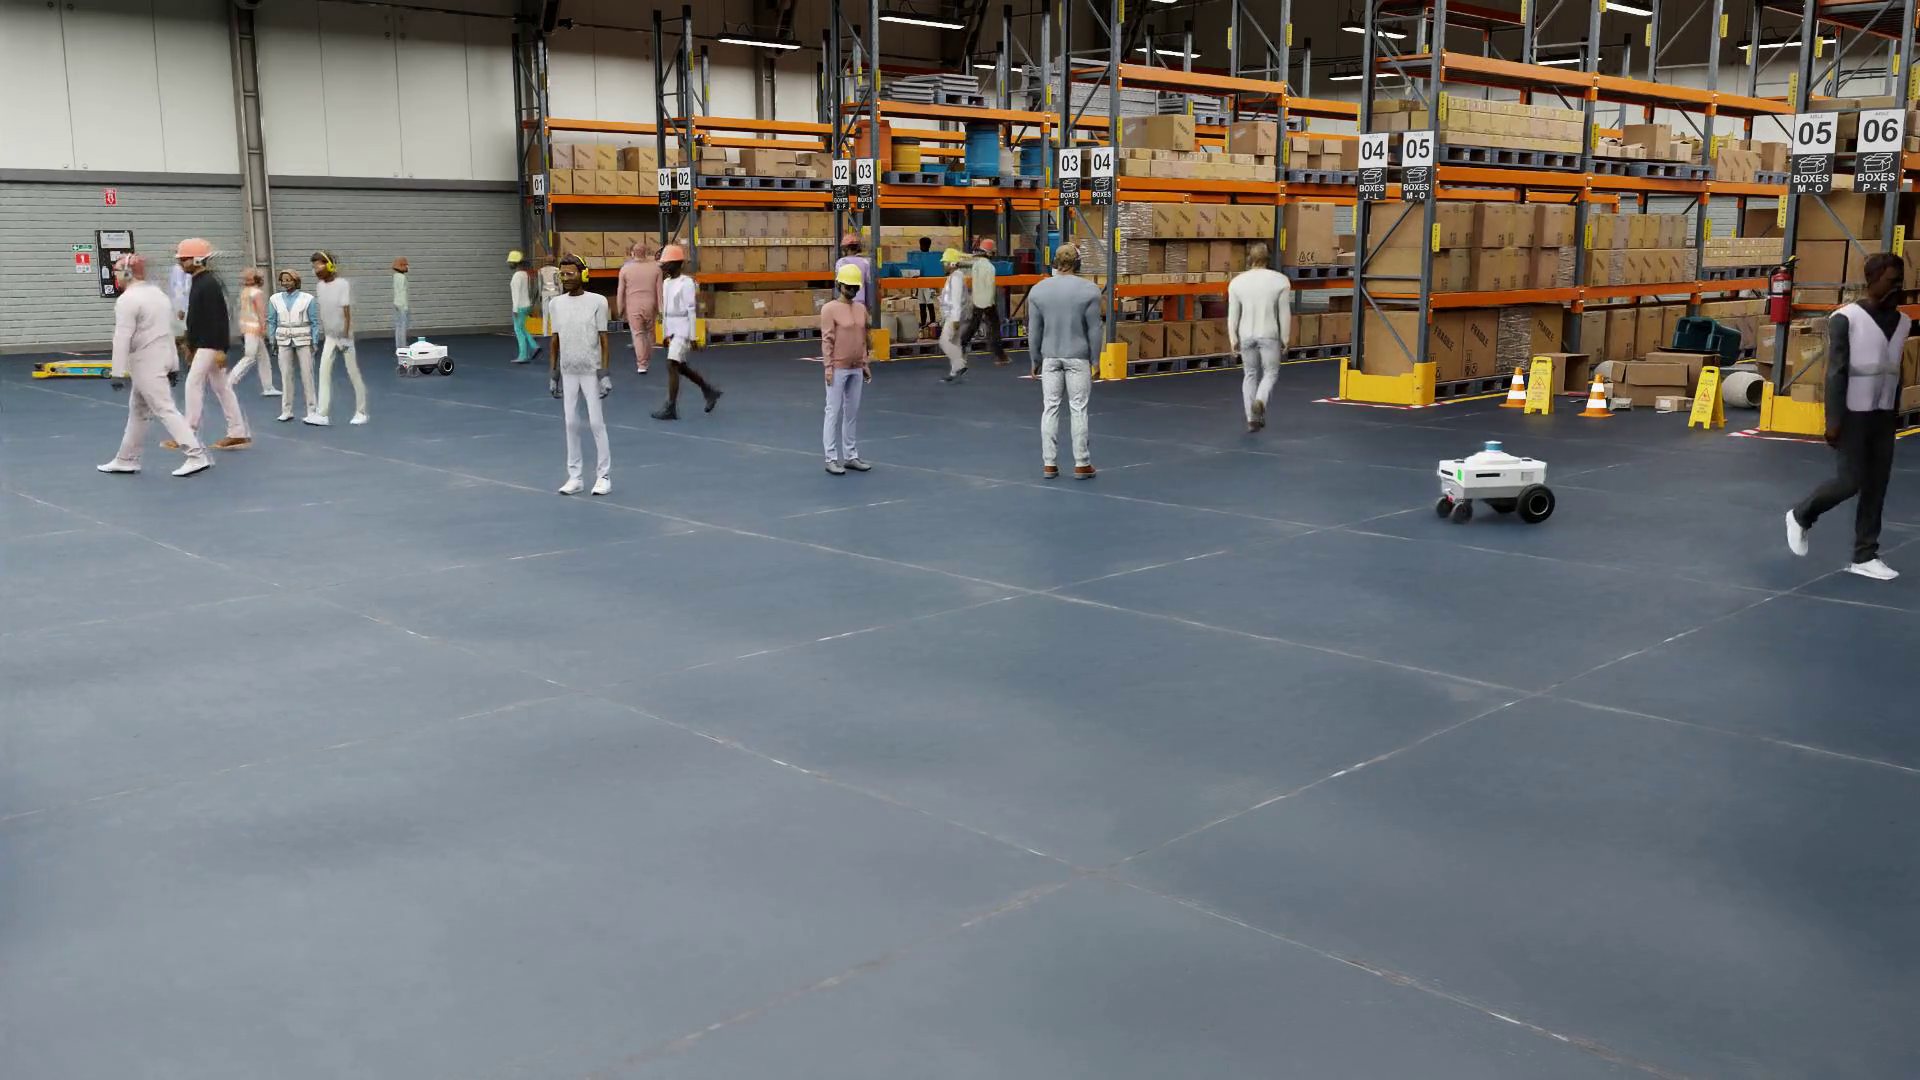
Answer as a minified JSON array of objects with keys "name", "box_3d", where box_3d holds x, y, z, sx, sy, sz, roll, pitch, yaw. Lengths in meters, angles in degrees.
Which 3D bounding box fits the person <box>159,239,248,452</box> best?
[{"name":"person","box_3d":[-7.103,-1.792,15.415,0.900,1.956,0.650,-6,12,-30]}]

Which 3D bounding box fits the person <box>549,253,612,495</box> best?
[{"name":"person","box_3d":[-2.954,-1.286,12.945,0.514,1.864,0.321,2,11,12]}]

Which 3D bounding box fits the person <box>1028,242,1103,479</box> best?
[{"name":"person","box_3d":[0.874,-1.484,13.795,0.627,1.940,0.375,3,11,18]}]

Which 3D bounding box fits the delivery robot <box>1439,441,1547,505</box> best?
[{"name":"delivery robot","box_3d":[3.789,-0.459,11.844,0.707,0.478,0.477,-2,10,-10]}]

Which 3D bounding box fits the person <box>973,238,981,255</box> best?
[{"name":"person","box_3d":[0.413,-6.188,39.447,0.635,1.937,0.352,9,14,41]}]

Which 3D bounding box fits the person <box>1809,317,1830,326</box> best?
[{"name":"person","box_3d":[13.414,-3.649,25.741,0.616,1.890,0.611,5,11,25]}]

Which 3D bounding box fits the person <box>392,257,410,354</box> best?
[{"name":"person","box_3d":[-9.358,-3.923,27.935,0.268,1.630,0.507,-7,12,-32]}]

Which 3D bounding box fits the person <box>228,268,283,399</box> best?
[{"name":"person","box_3d":[-8.804,-2.553,20.530,0.760,1.605,0.502,-8,13,-37]}]

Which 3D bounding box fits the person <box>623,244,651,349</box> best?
[{"name":"person","box_3d":[-5.683,-4.307,29.456,0.570,1.840,0.375,-9,14,-42]}]

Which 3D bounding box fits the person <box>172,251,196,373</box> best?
[{"name":"person","box_3d":[-11.377,-3.378,24.272,0.635,1.890,0.620,-2,11,-10]}]

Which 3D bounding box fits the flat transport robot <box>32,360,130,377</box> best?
[{"name":"flat transport robot","box_3d":[-12.358,-2.450,23.731,1.431,0.197,0.652,0,10,-2]}]

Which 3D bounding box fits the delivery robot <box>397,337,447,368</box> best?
[{"name":"delivery robot","box_3d":[-7.733,-2.673,23.920,0.477,0.478,0.707,6,12,31]}]

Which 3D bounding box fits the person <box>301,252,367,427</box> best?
[{"name":"person","box_3d":[-6.589,-2.093,17.454,0.549,1.814,0.935,3,11,17]}]

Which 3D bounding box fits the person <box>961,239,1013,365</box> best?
[{"name":"person","box_3d":[0.329,-3.708,25.892,0.994,1.955,0.609,-7,12,-33]}]

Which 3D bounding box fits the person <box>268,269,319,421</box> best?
[{"name":"person","box_3d":[-7.222,-2.115,18.055,0.523,1.639,0.306,-1,10,-4]}]

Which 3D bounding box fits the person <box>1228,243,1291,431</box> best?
[{"name":"person","box_3d":[3.046,-2.064,16.998,0.645,1.922,0.535,4,11,19]}]

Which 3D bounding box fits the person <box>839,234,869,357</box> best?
[{"name":"person","box_3d":[-1.803,-3.782,26.168,0.799,2.000,0.699,-2,11,-13]}]

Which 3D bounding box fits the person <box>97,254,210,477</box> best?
[{"name":"person","box_3d":[-6.791,-1.457,13.904,1.007,1.855,0.663,0,10,-1]}]

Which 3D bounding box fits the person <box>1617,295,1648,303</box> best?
[{"name":"person","box_3d":[12.156,-4.282,30.012,0.849,1.592,0.512,-9,14,-40]}]

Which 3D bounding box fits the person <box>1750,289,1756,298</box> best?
[{"name":"person","box_3d":[16.629,-5.224,34.901,0.540,1.682,0.540,8,13,37]}]

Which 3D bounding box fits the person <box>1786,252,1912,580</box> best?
[{"name":"person","box_3d":[5.337,-0.749,9.877,0.604,1.906,0.626,-4,11,-20]}]

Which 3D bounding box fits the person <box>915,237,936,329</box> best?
[{"name":"person","box_3d":[-0.683,-5.023,33.018,0.367,1.967,0.606,-9,14,-41]}]

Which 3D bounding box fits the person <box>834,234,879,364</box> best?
[{"name":"person","box_3d":[-1.626,-3.657,25.454,0.507,2.008,0.760,10,14,43]}]

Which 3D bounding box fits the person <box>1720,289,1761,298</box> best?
[{"name":"person","box_3d":[14.601,-4.709,31.162,0.853,2.009,0.656,-7,13,-34]}]

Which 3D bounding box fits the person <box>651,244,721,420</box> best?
[{"name":"person","box_3d":[-3.048,-2.312,18.431,0.878,1.912,0.553,-8,13,-37]}]

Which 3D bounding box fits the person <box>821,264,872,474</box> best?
[{"name":"person","box_3d":[-0.953,-1.449,14.105,0.328,1.760,0.524,9,14,40]}]

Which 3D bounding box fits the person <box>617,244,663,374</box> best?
[{"name":"person","box_3d":[-4.699,-3.391,24.397,0.673,1.855,0.960,-4,11,-20]}]

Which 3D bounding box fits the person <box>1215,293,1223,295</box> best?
[{"name":"person","box_3d":[6.171,-6.176,39.762,0.613,1.795,0.841,6,12,31]}]

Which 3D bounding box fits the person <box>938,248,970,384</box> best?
[{"name":"person","box_3d":[-0.097,-3.022,22.506,0.426,1.819,0.621,0,10,-1]}]

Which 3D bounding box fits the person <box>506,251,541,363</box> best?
[{"name":"person","box_3d":[-6.916,-3.660,26.166,0.394,1.754,0.544,1,10,3]}]

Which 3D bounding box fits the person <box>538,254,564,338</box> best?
[{"name":"person","box_3d":[-8.053,-4.802,32.738,0.508,1.629,0.314,2,11,9]}]
